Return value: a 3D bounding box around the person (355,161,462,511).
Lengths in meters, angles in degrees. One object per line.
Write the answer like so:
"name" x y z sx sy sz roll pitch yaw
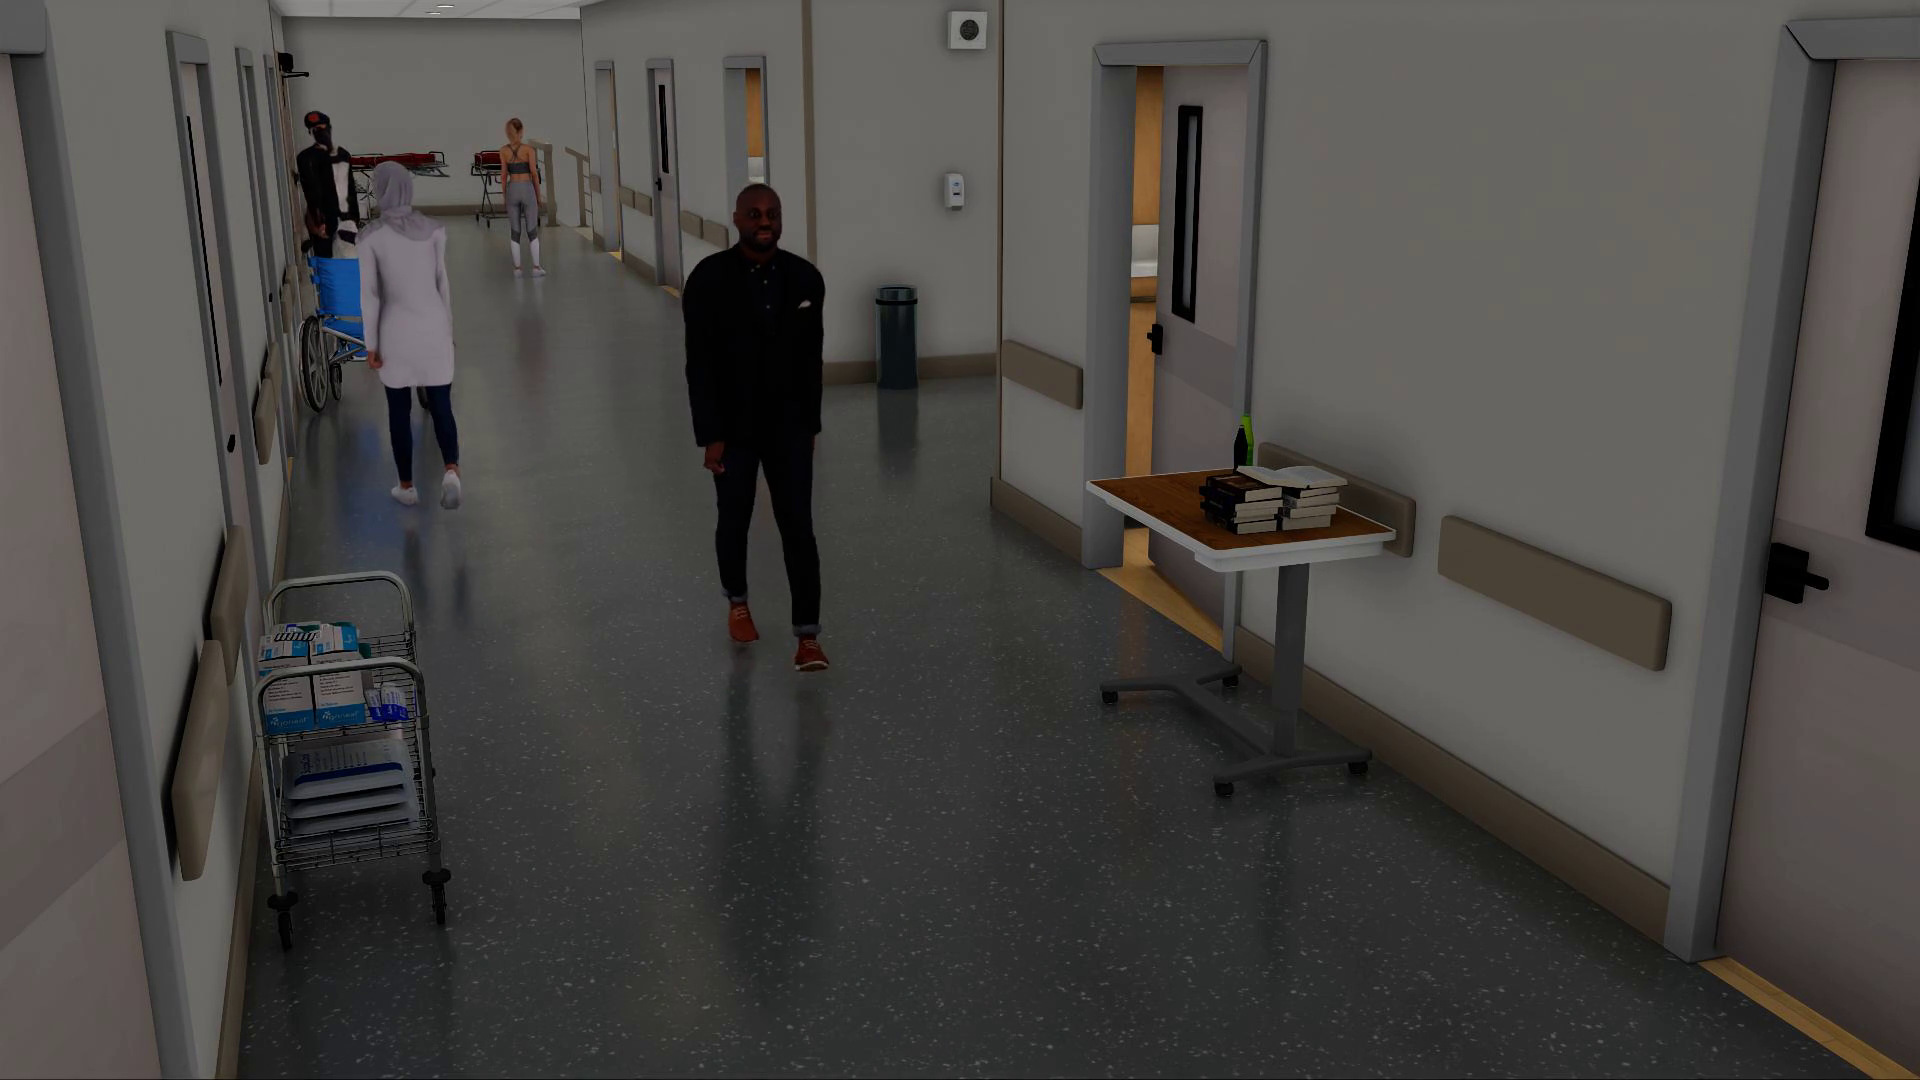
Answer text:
"person" -2.720 -0.994 8.370 0.731 1.760 0.995 -10 18 -30

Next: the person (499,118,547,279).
"person" -4.820 -3.756 18.265 0.616 1.707 0.596 -1 16 -5

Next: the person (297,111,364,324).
"person" -5.402 -2.669 14.145 1.094 1.850 0.949 14 21 41

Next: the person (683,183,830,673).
"person" -0.779 -0.408 6.270 0.723 1.772 1.141 -5 16 -16
